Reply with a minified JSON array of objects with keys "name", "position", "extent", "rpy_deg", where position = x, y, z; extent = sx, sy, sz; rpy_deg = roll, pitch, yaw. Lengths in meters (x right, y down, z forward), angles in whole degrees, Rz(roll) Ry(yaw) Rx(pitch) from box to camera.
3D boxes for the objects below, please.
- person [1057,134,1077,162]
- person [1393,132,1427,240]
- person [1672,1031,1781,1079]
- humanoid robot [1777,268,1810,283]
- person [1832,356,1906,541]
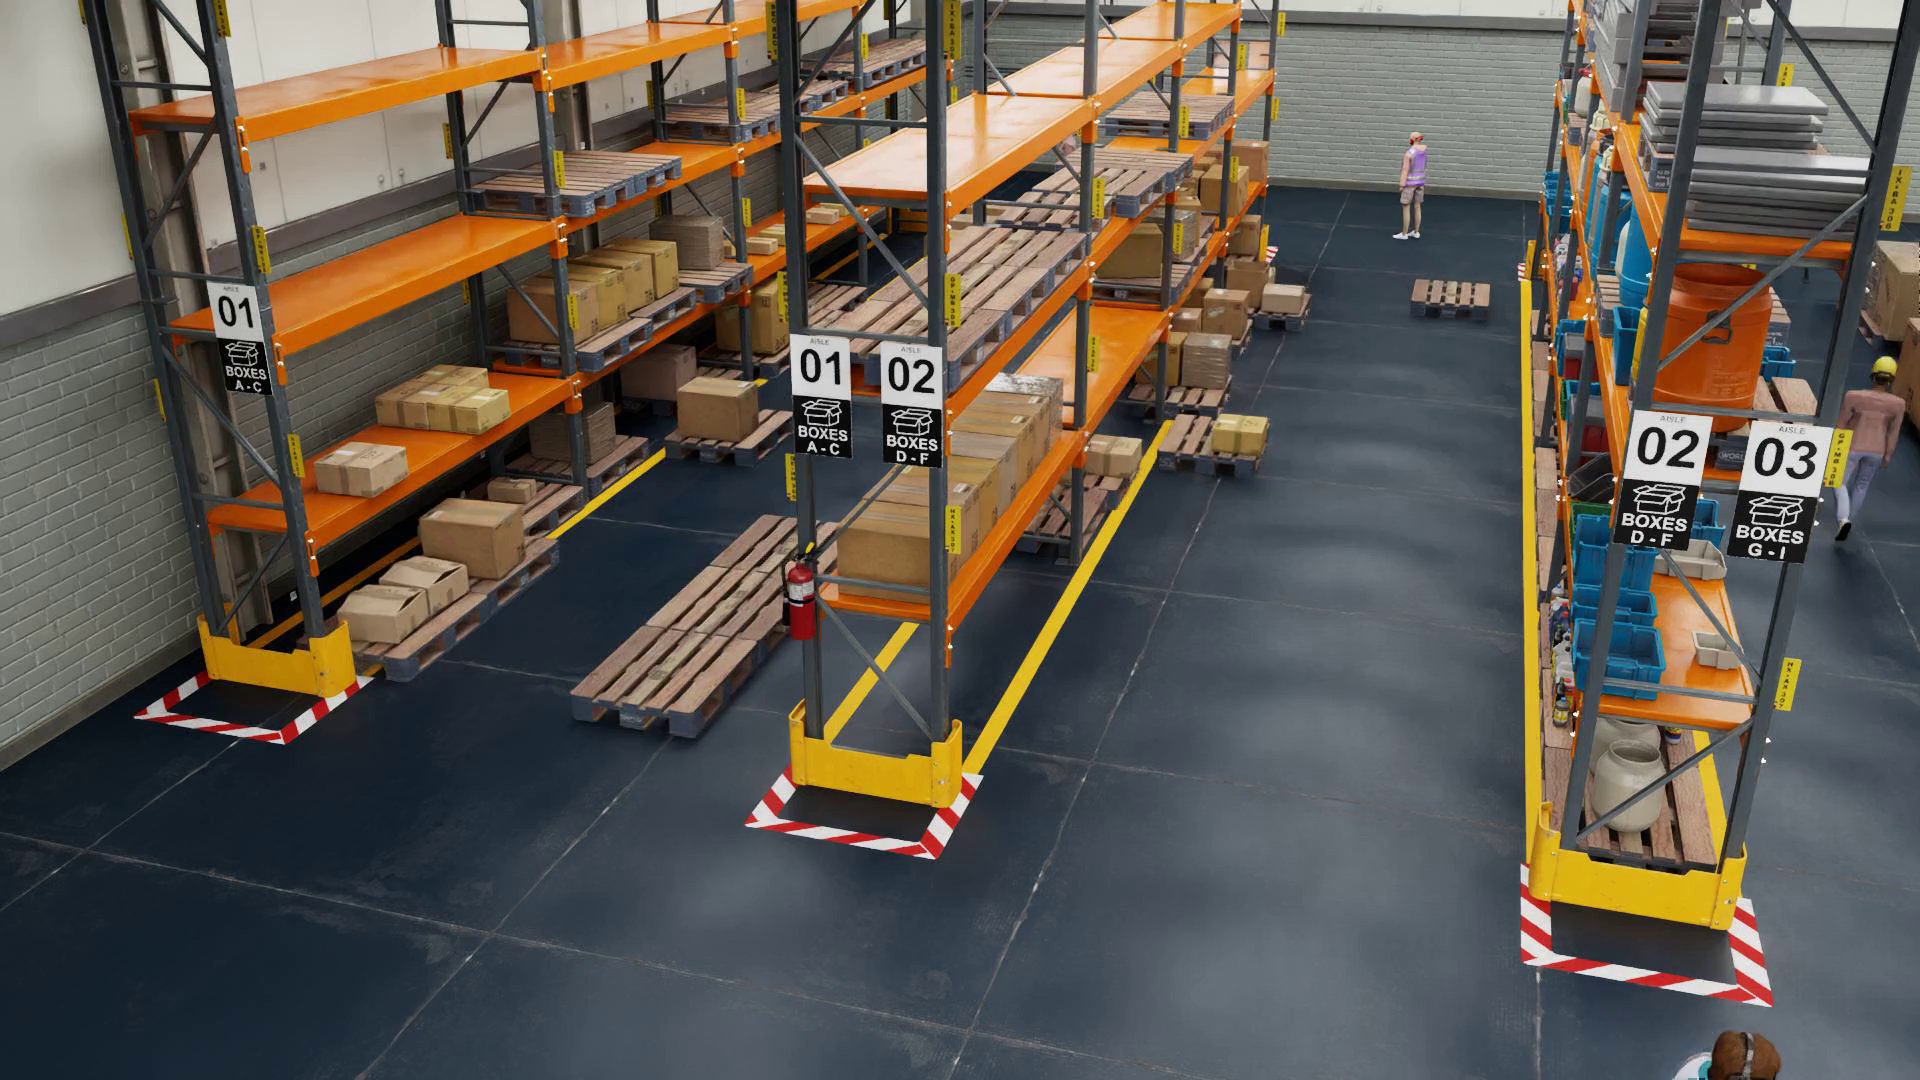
[{"name":"person","position":[1.729,-5.905,26.931],"extent":[0.329,1.800,0.537],"rpy_deg":[3,24,7]},{"name":"person","position":[7.182,-5.620,26.417],"extent":[0.489,1.688,0.352],"rpy_deg":[-14,27,-29]},{"name":"person","position":[3.129,2.768,6.813],"extent":[0.919,1.799,0.638],"rpy_deg":[7,24,15]},{"name":"humanoid robot","position":[12.171,-4.575,24.013],"extent":[0.612,1.636,0.396],"rpy_deg":[15,27,30]},{"name":"person","position":[8.269,-0.827,15.222],"extent":[0.533,1.741,0.694],"rpy_deg":[7,24,16]}]
